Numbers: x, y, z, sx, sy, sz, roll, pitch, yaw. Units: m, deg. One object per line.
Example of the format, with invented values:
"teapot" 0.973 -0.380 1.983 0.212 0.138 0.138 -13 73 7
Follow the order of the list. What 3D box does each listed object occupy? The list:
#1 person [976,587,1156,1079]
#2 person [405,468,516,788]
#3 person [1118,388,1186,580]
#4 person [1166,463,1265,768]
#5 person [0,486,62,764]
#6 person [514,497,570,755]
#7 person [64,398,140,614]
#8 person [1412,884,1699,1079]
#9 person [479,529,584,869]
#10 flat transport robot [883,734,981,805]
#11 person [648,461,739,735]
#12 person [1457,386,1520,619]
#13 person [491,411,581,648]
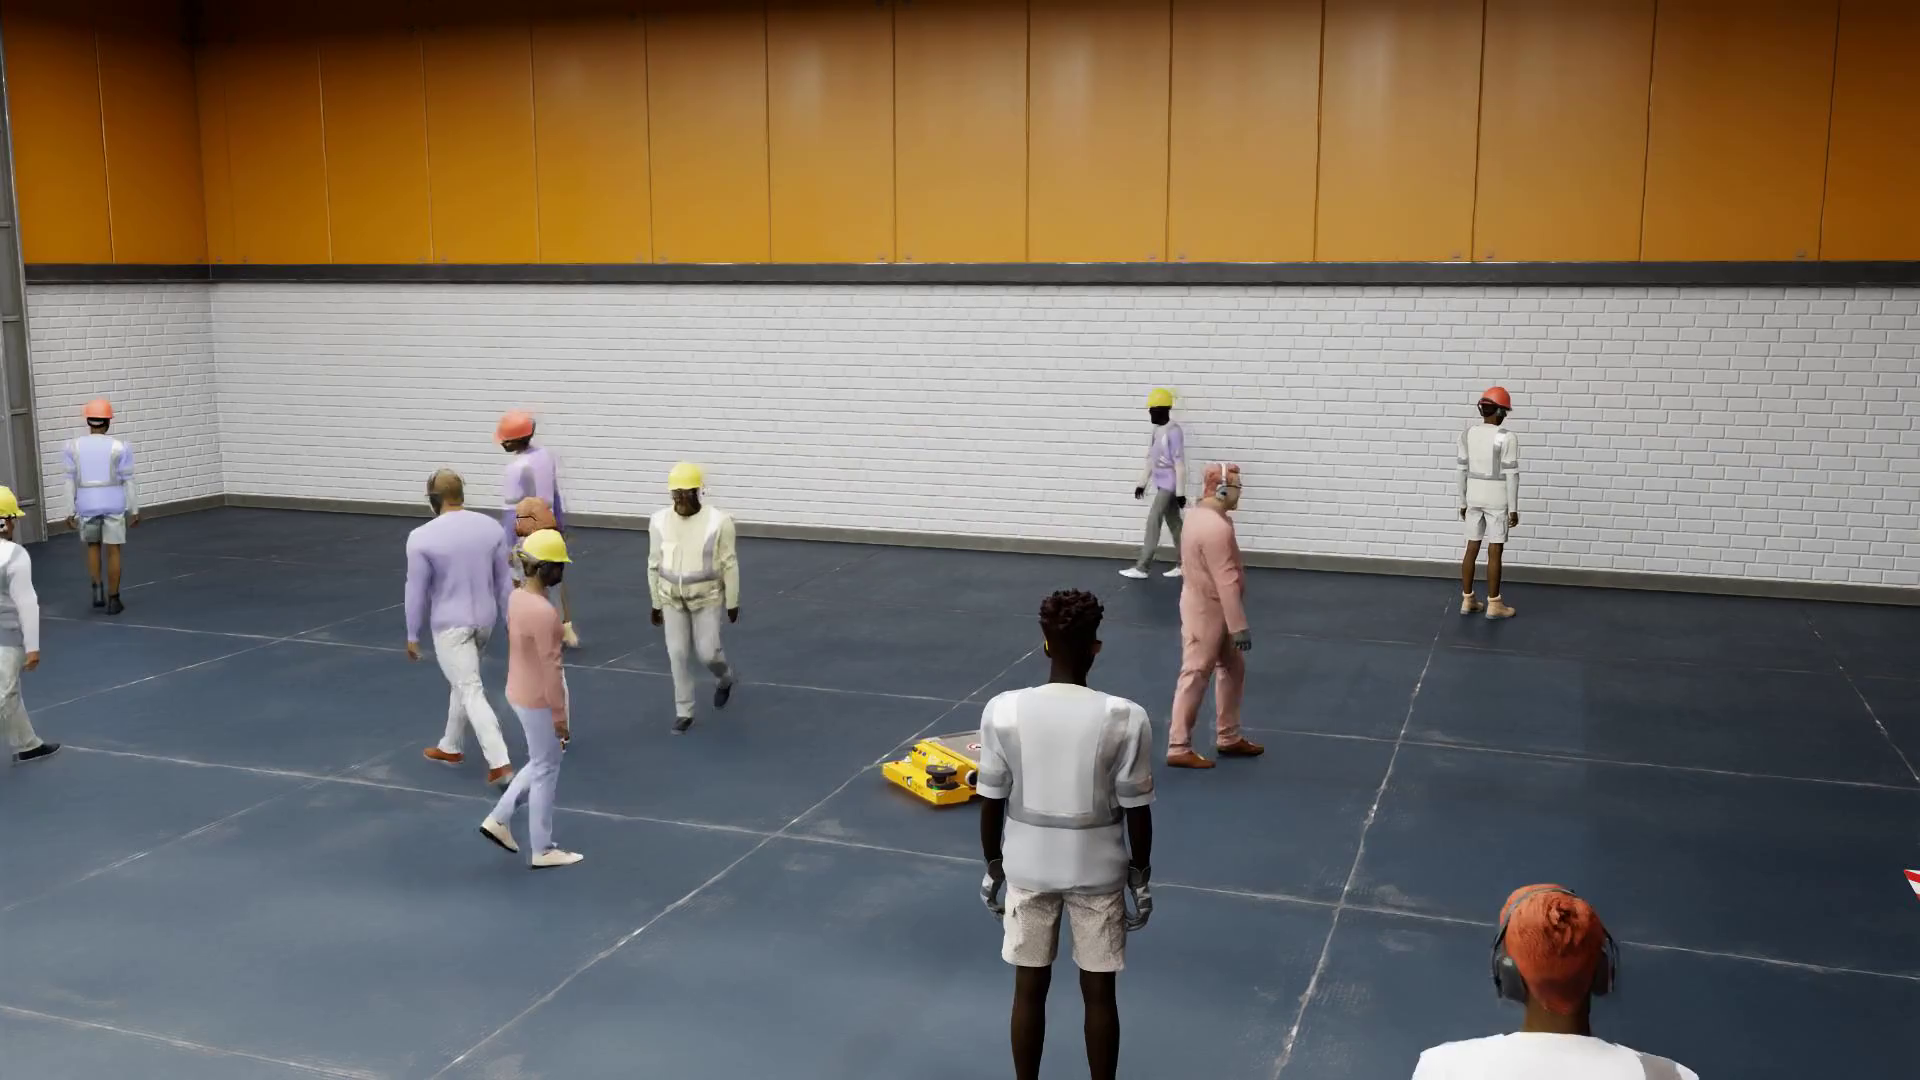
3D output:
"person" 0.368 1.136 5.756 0.613 1.962 0.364 2 9 13
"person" -2.947 0.514 9.887 1.008 1.890 0.648 7 12 38
"person" 1.927 -0.542 16.400 0.906 1.890 0.599 -1 9 -8
"person" 1.621 0.474 10.142 0.775 1.881 0.667 1 9 4
"person" -5.748 0.565 9.895 0.595 1.781 0.929 2 9 13
"person" -2.636 0.539 10.485 0.268 1.632 0.506 0 9 -3
"person" -7.613 -0.299 14.793 0.580 1.917 0.473 -3 10 -16
"person" 1.210 1.587 3.401 0.612 1.818 1.034 2 9 12
"person" -2.150 0.816 8.397 0.457 1.751 0.546 -5 11 -30
"flat transport robot" 0.318 1.301 9.974 1.431 0.197 0.652 -5 11 -30
"person" -1.746 0.364 11.025 0.602 1.818 0.586 2 9 11
"person" 4.660 -0.331 14.634 0.387 2.038 0.605 -7 11 -36
"person" -3.345 -0.042 13.053 0.421 1.977 0.731 3 10 19
